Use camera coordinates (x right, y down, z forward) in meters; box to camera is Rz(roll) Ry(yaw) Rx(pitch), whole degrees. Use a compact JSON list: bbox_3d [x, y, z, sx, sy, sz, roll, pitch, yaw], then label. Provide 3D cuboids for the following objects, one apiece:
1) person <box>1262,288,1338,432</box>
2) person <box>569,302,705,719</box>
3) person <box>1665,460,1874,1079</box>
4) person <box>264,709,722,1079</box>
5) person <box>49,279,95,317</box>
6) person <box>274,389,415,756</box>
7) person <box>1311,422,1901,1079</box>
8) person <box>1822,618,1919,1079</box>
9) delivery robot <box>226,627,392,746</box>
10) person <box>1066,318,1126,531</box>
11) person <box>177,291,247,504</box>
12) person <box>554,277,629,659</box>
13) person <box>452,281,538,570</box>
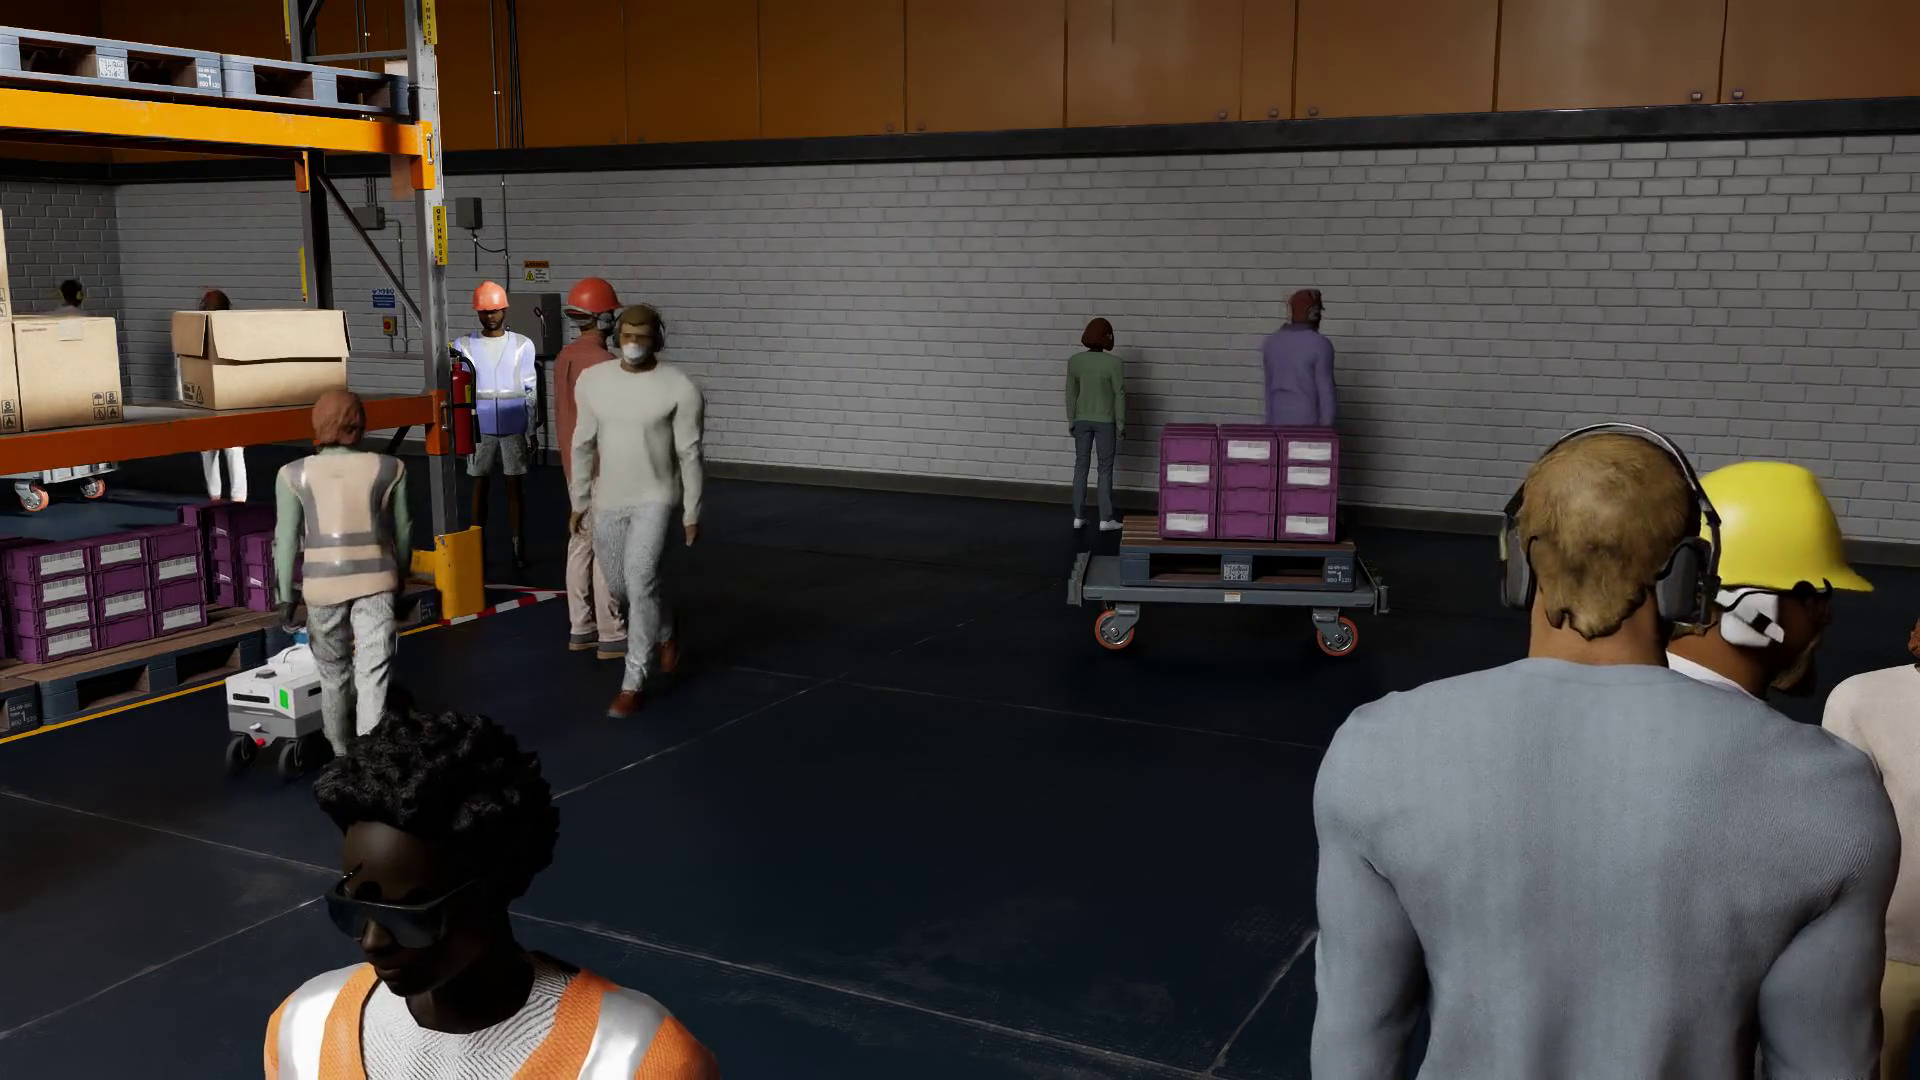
[{"bbox_3d":[2.351,-0.804,11.581,0.768,1.886,0.666,-6,11,-30],"label":"person"},{"bbox_3d":[-1.485,-0.176,7.886,0.634,1.910,0.859,3,10,15],"label":"person"},{"bbox_3d":[1.125,0.791,2.501,0.404,1.831,0.588,1,10,6],"label":"person"},{"bbox_3d":[-0.492,0.991,1.774,0.533,1.687,0.320,3,10,16],"label":"person"},{"bbox_3d":[-9.470,-1.863,17.806,0.535,1.852,0.512,0,10,1],"label":"person"},{"bbox_3d":[-2.426,0.200,6.602,0.511,1.583,0.867,-3,10,-17],"label":"person"},{"bbox_3d":[0.728,0.828,1.992,0.627,1.934,0.370,4,11,23],"label":"person"},{"bbox_3d":[1.838,0.792,3.093,0.496,1.629,0.277,4,11,22],"label":"person"},{"bbox_3d":[-2.723,0.608,6.983,0.477,0.478,0.707,3,10,19],"label":"delivery robot"},{"bbox_3d":[1.050,-0.889,12.799,0.507,1.632,0.265,7,12,33],"label":"person"},{"bbox_3d":[-5.983,-1.089,13.426,0.576,1.835,1.014,-4,11,-23],"label":"person"},{"bbox_3d":[-1.893,-0.372,8.773,0.392,1.997,0.629,-9,13,-41],"label":"person"},{"bbox_3d":[-3.098,-0.754,11.139,0.548,1.936,0.378,-3,10,-17],"label":"person"}]
